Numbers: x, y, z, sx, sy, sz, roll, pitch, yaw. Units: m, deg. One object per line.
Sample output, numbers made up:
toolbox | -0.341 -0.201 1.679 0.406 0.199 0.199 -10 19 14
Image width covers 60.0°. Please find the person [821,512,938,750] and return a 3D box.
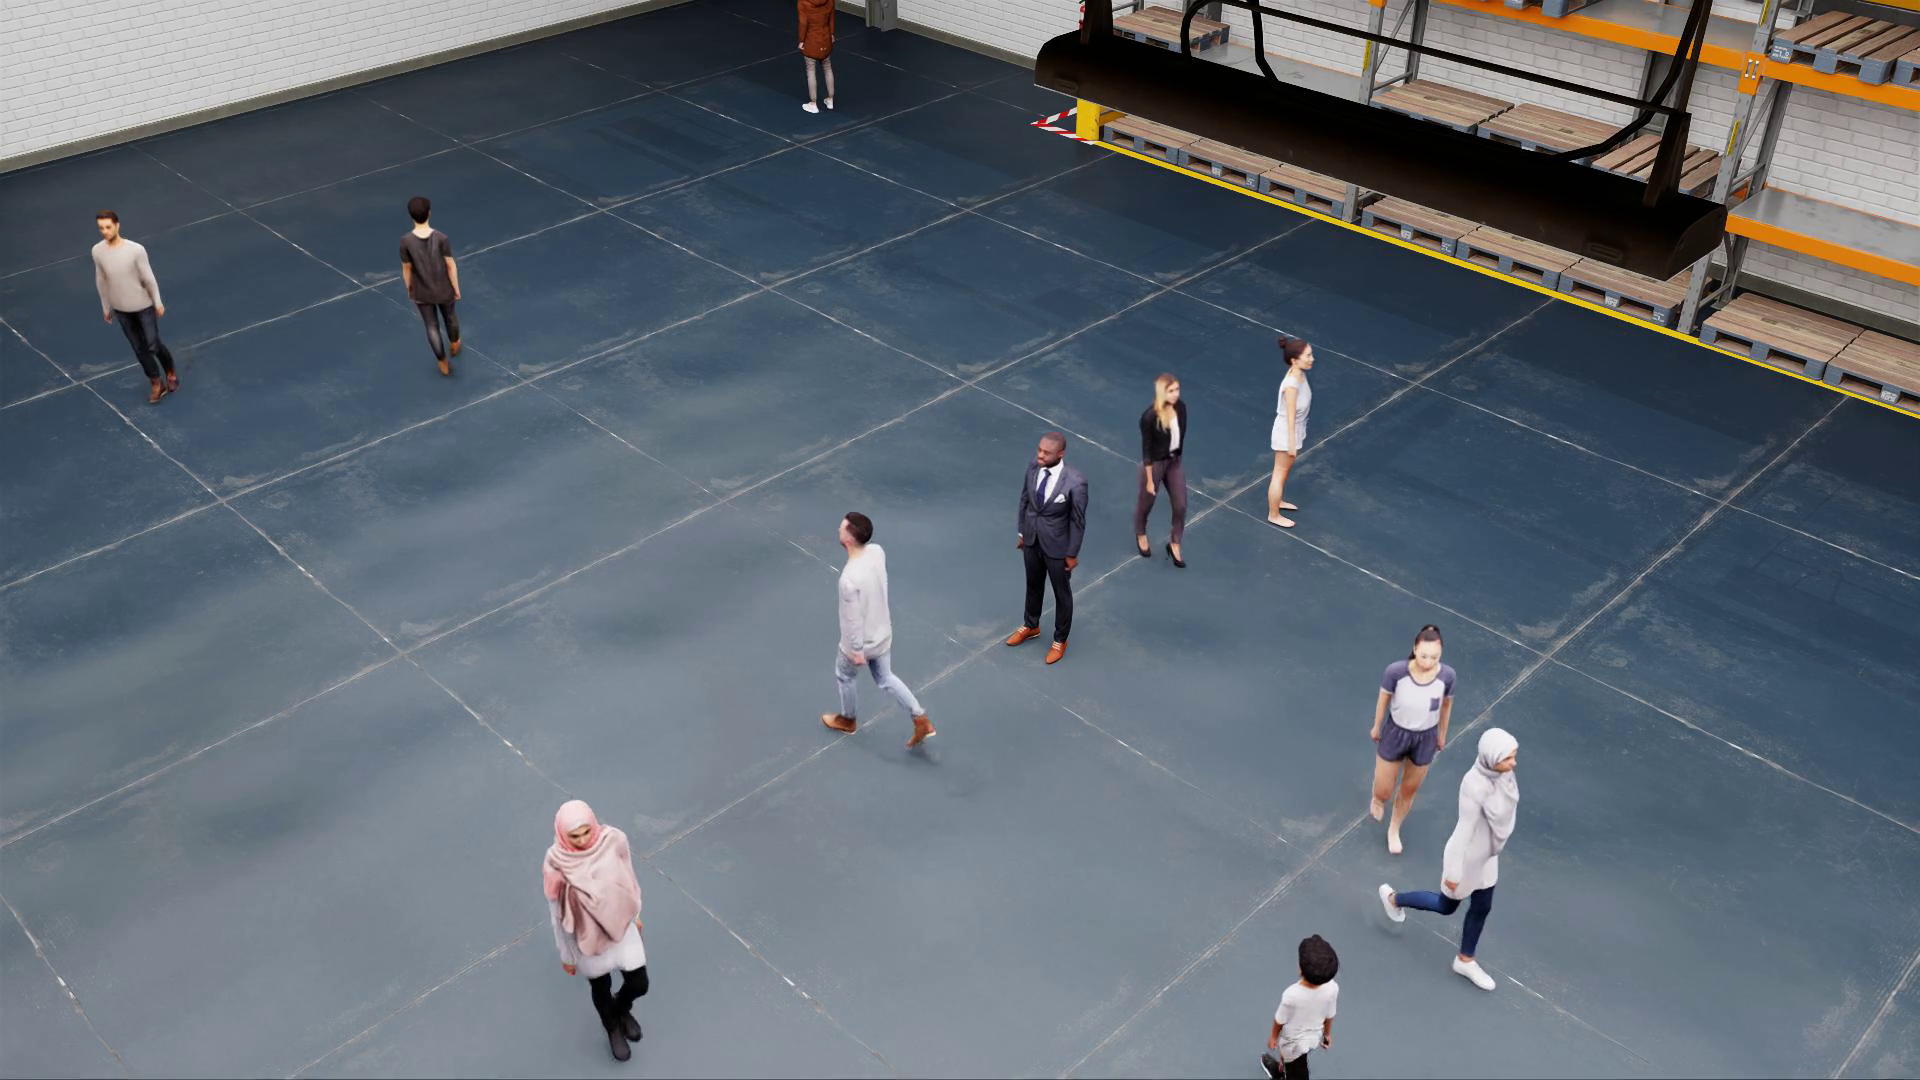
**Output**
person | -0.542 0.644 10.954 1.221 1.809 0.919 17 37 24

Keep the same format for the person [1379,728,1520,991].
person | 2.802 1.735 9.362 0.644 1.755 1.018 -28 43 -35

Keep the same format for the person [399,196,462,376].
person | -4.926 -2.335 15.540 0.884 1.695 1.011 -9 35 -13

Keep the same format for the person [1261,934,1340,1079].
person | 1.782 2.575 8.559 0.713 1.245 0.930 -12 35 -17

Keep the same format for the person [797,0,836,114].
person | -1.867 -6.525 21.714 0.759 1.838 0.762 -21 39 -28

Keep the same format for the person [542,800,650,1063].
person | -1.958 2.039 8.869 0.699 1.795 0.703 -21 39 -28

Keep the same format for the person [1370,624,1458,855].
person | 2.757 1.187 10.290 0.757 1.641 0.819 3 34 4

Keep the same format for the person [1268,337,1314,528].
person | 2.657 -0.885 13.440 0.694 1.604 0.661 9 35 13

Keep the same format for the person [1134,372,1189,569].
person | 1.492 -0.575 12.928 0.700 1.655 0.809 -17 37 -24

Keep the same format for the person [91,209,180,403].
person | -7.493 -2.161 15.131 0.783 1.858 0.838 -2 34 -2

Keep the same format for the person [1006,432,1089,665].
person | 0.638 0.015 11.888 0.562 1.824 0.765 25 41 33
